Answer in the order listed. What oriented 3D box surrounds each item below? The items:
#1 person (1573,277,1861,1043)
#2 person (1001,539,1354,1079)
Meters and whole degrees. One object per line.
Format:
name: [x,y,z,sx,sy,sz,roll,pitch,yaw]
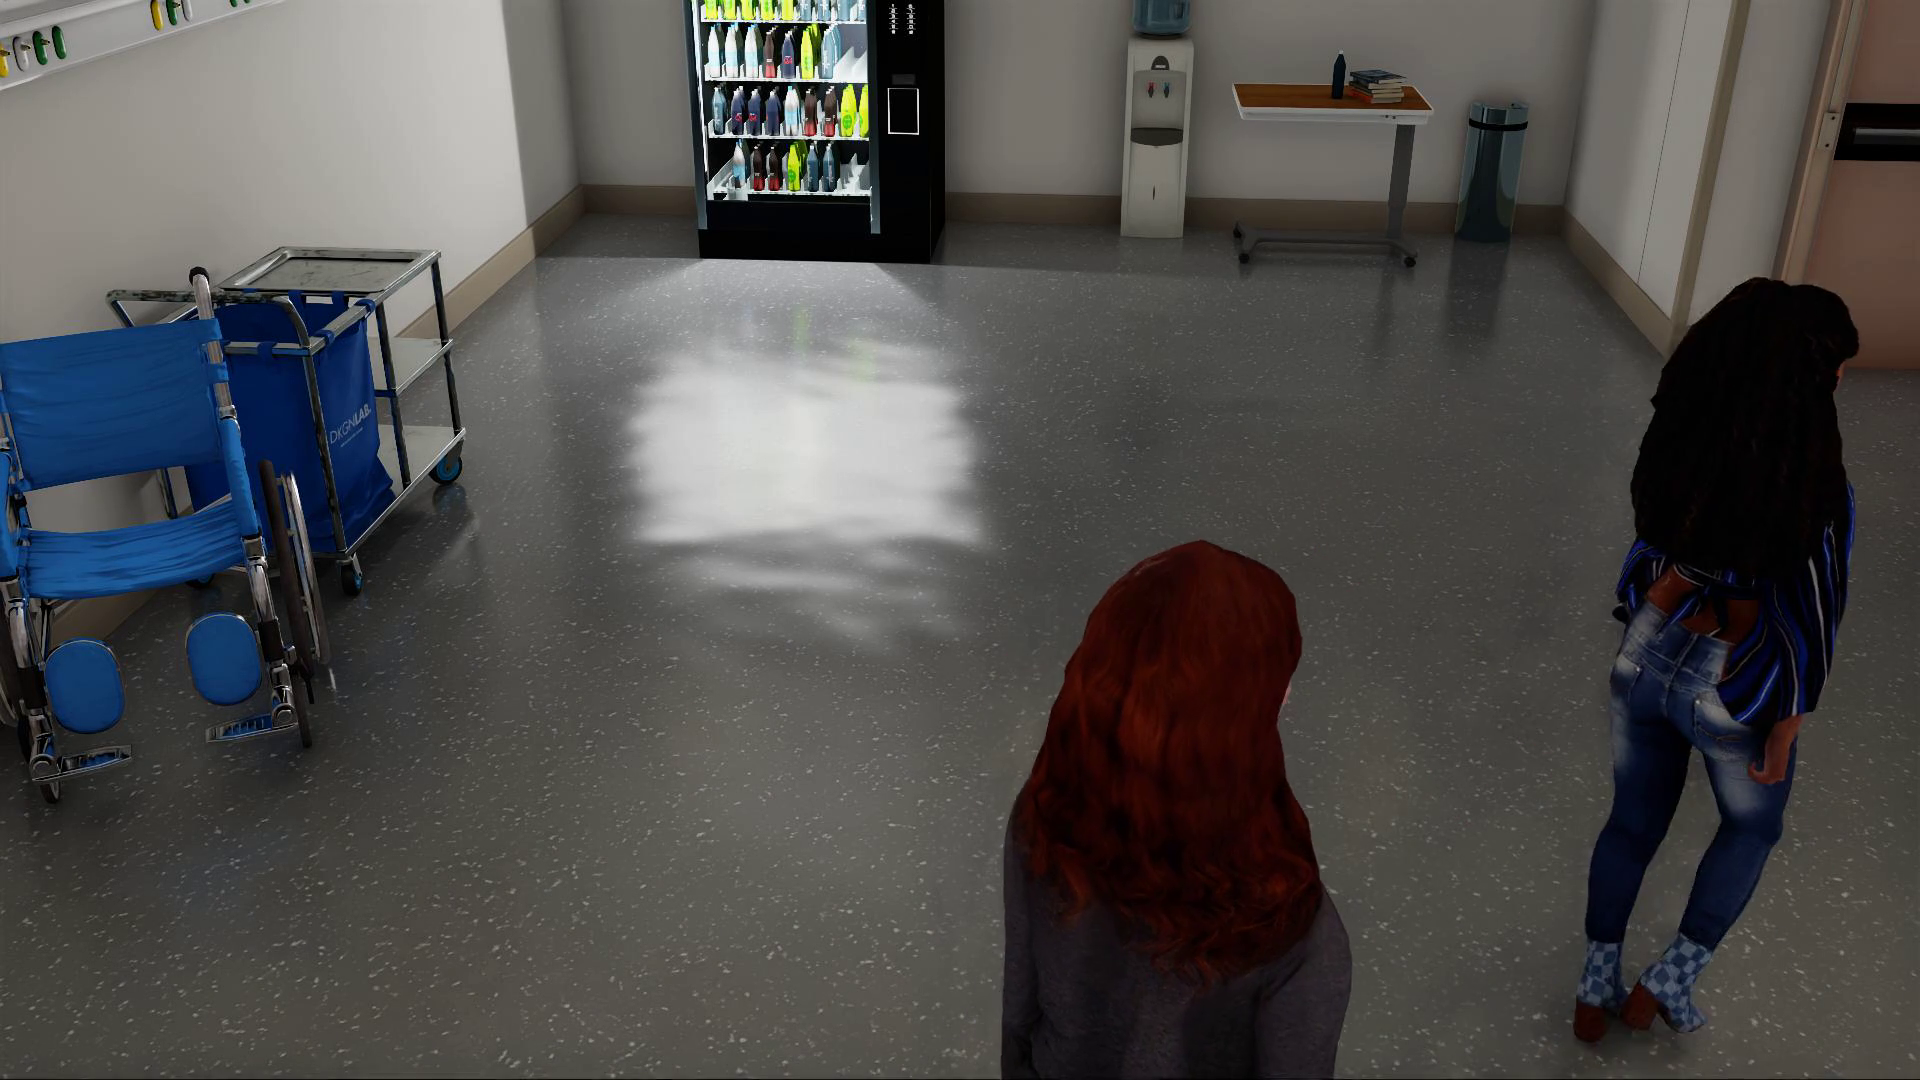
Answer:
person: [1.356,0.310,3.164,0.774,1.609,0.730,-18,31,-32]
person: [0.185,0.823,1.911,0.628,1.772,0.720,20,32,35]
